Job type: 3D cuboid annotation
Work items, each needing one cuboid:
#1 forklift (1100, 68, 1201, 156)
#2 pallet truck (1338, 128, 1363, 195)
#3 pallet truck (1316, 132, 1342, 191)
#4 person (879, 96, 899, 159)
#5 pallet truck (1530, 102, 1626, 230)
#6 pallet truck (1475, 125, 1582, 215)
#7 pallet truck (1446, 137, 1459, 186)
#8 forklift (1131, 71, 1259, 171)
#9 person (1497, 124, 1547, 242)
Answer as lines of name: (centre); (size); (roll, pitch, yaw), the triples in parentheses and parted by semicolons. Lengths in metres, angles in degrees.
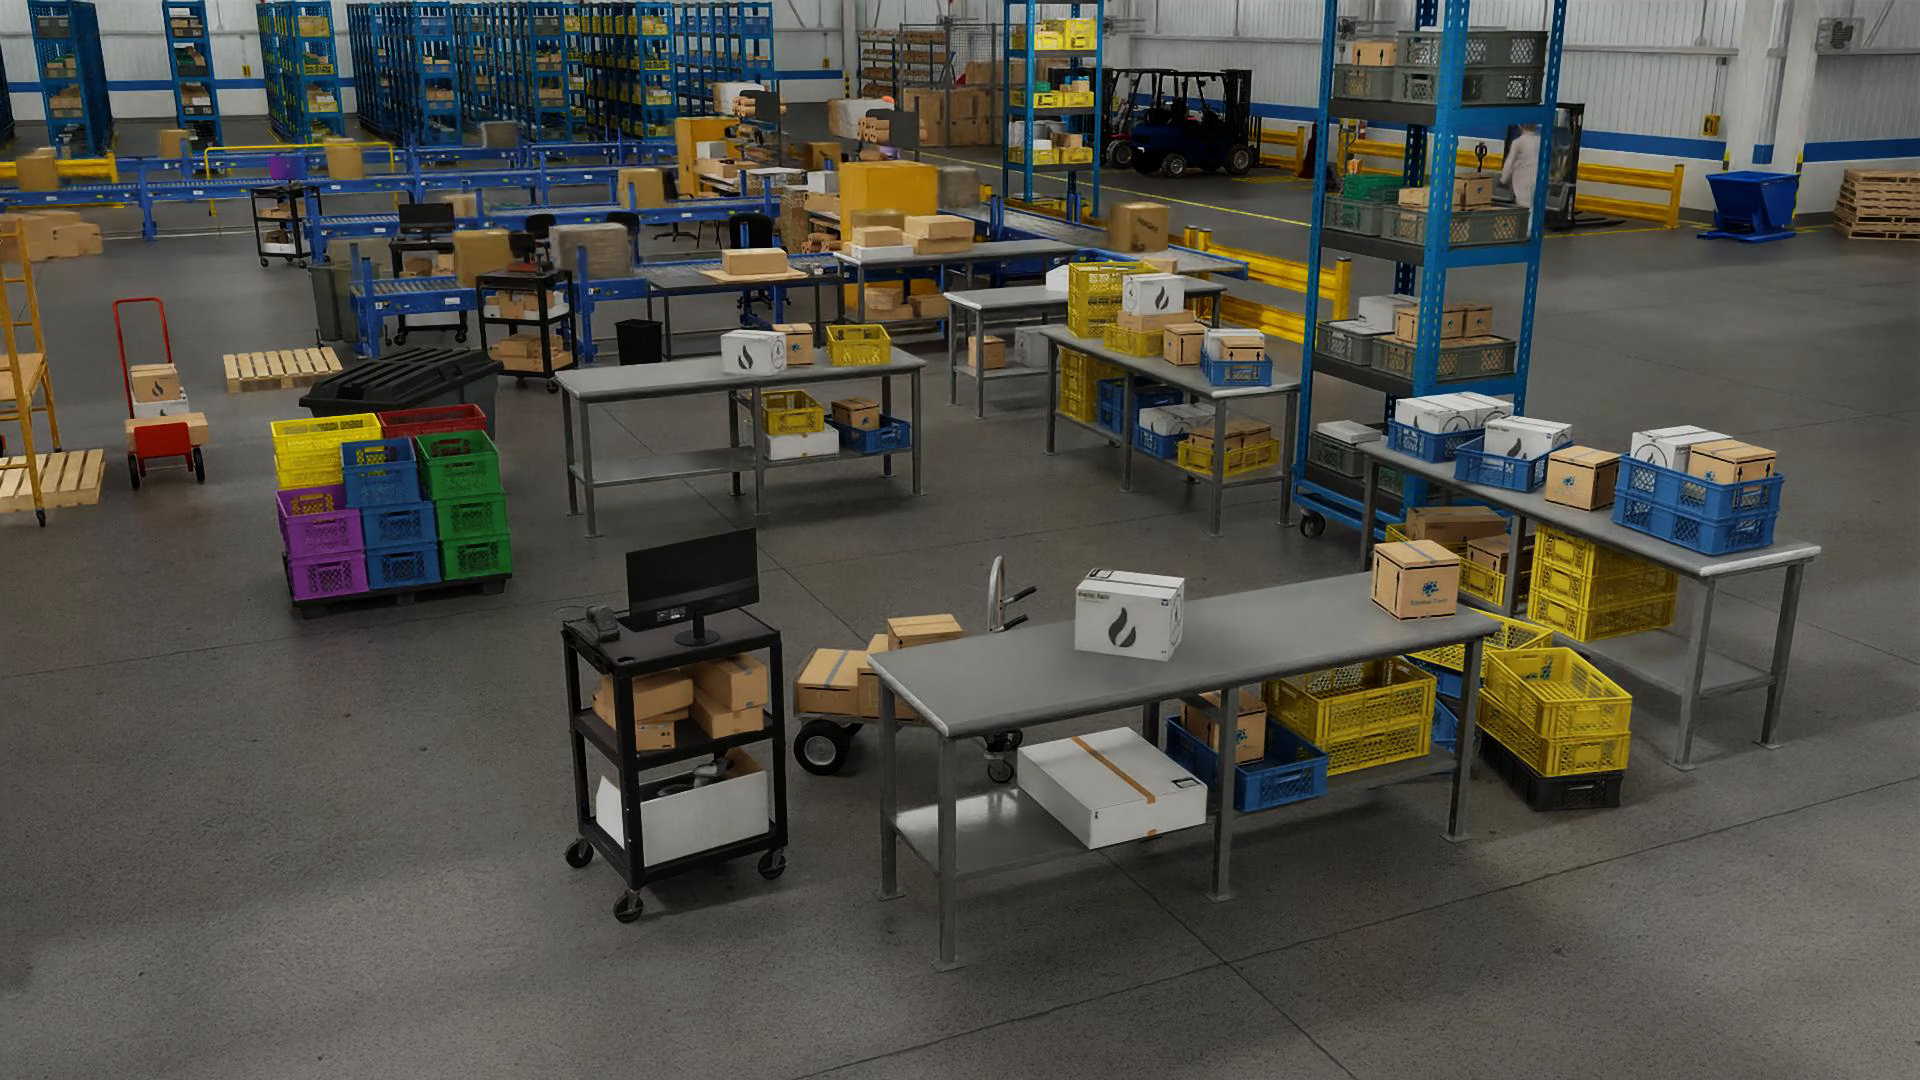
forklift: (4.082, -9.564, 37.410); (2.680, 1.987, 1.157); (-8, 19, -23)
pallet truck: (7.845, -7.140, 31.411); (1.522, 1.261, 0.704); (-9, 20, -25)
pallet truck: (7.723, -7.504, 32.656); (1.601, 1.201, 0.680); (-8, 19, -23)
person: (-1.198, -6.311, 27.573); (0.372, 2.042, 0.615); (-5, 18, -15)
pallet truck: (9.972, -6.037, 26.785); (1.885, 1.965, 0.823); (-9, 20, -25)
pallet truck: (9.707, -6.455, 28.103); (1.885, 1.965, 0.823); (-7, 19, -20)
pallet truck: (9.184, -6.485, 29.328); (1.630, 1.274, 0.653); (-8, 19, -23)
forklift: (4.998, -8.936, 35.413); (2.680, 1.987, 1.157); (-9, 20, -25)
person: (8.508, -5.468, 25.221); (0.664, 1.851, 1.003); (-9, 20, -26)
